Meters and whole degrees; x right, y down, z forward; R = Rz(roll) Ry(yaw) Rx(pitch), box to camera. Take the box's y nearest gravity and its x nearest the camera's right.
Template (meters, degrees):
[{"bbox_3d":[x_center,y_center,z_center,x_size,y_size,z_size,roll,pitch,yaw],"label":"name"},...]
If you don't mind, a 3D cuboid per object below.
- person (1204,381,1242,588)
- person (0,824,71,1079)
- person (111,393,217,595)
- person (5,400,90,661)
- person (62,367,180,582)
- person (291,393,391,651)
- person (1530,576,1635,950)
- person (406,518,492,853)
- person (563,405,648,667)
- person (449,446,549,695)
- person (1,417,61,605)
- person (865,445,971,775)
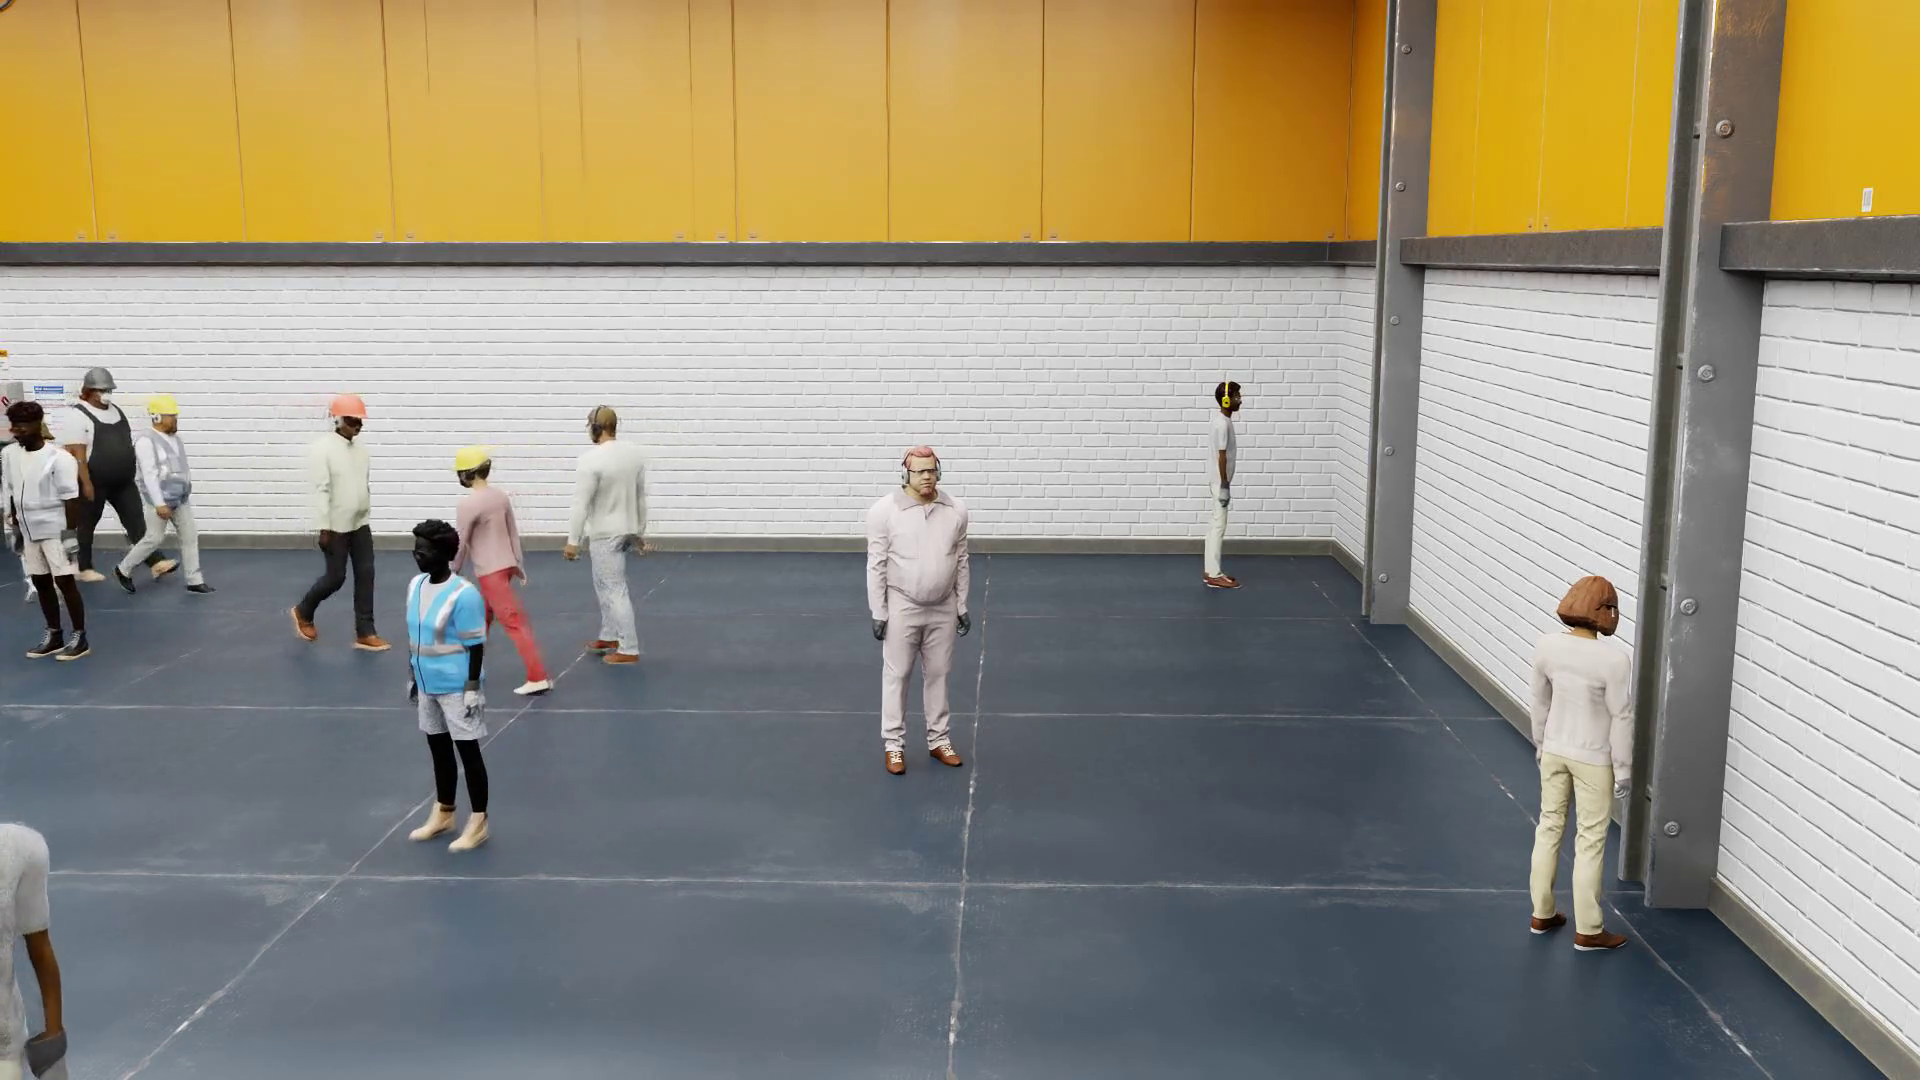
[{"bbox_3d":[2.395,-0.509,15.115,0.333,1.872,0.515,1,10,4],"label":"person"},{"bbox_3d":[-2.602,1.351,4.291,0.535,1.848,0.470,-7,12,-34],"label":"person"},{"bbox_3d":[-7.057,-0.389,14.625,0.831,1.809,0.578,2,10,9],"label":"person"},{"bbox_3d":[-6.779,-0.067,12.307,0.612,1.951,0.406,3,10,20],"label":"person"},{"bbox_3d":[-7.757,-0.608,15.197,1.025,2.000,0.692,4,10,20],"label":"person"},{"bbox_3d":[-4.729,-0.133,12.640,0.728,1.974,0.628,4,11,23],"label":"person"},{"bbox_3d":[2.696,0.958,7.224,0.288,1.633,0.497,-6,11,-32],"label":"person"},{"bbox_3d":[-2.594,0.727,8.389,0.540,1.695,0.318,7,12,36],"label":"person"},{"bbox_3d":[-2.627,-0.026,12.181,0.717,1.912,0.656,4,10,22],"label":"person"},{"bbox_3d":[-3.238,0.213,11.372,0.974,1.704,0.513,2,10,13],"label":"person"},{"bbox_3d":[-7.832,-0.273,14.133,0.509,1.727,0.362,-4,11,-24],"label":"person"},{"bbox_3d":[-0.224,0.399,9.695,0.643,1.909,0.410,-4,11,-24],"label":"person"}]
